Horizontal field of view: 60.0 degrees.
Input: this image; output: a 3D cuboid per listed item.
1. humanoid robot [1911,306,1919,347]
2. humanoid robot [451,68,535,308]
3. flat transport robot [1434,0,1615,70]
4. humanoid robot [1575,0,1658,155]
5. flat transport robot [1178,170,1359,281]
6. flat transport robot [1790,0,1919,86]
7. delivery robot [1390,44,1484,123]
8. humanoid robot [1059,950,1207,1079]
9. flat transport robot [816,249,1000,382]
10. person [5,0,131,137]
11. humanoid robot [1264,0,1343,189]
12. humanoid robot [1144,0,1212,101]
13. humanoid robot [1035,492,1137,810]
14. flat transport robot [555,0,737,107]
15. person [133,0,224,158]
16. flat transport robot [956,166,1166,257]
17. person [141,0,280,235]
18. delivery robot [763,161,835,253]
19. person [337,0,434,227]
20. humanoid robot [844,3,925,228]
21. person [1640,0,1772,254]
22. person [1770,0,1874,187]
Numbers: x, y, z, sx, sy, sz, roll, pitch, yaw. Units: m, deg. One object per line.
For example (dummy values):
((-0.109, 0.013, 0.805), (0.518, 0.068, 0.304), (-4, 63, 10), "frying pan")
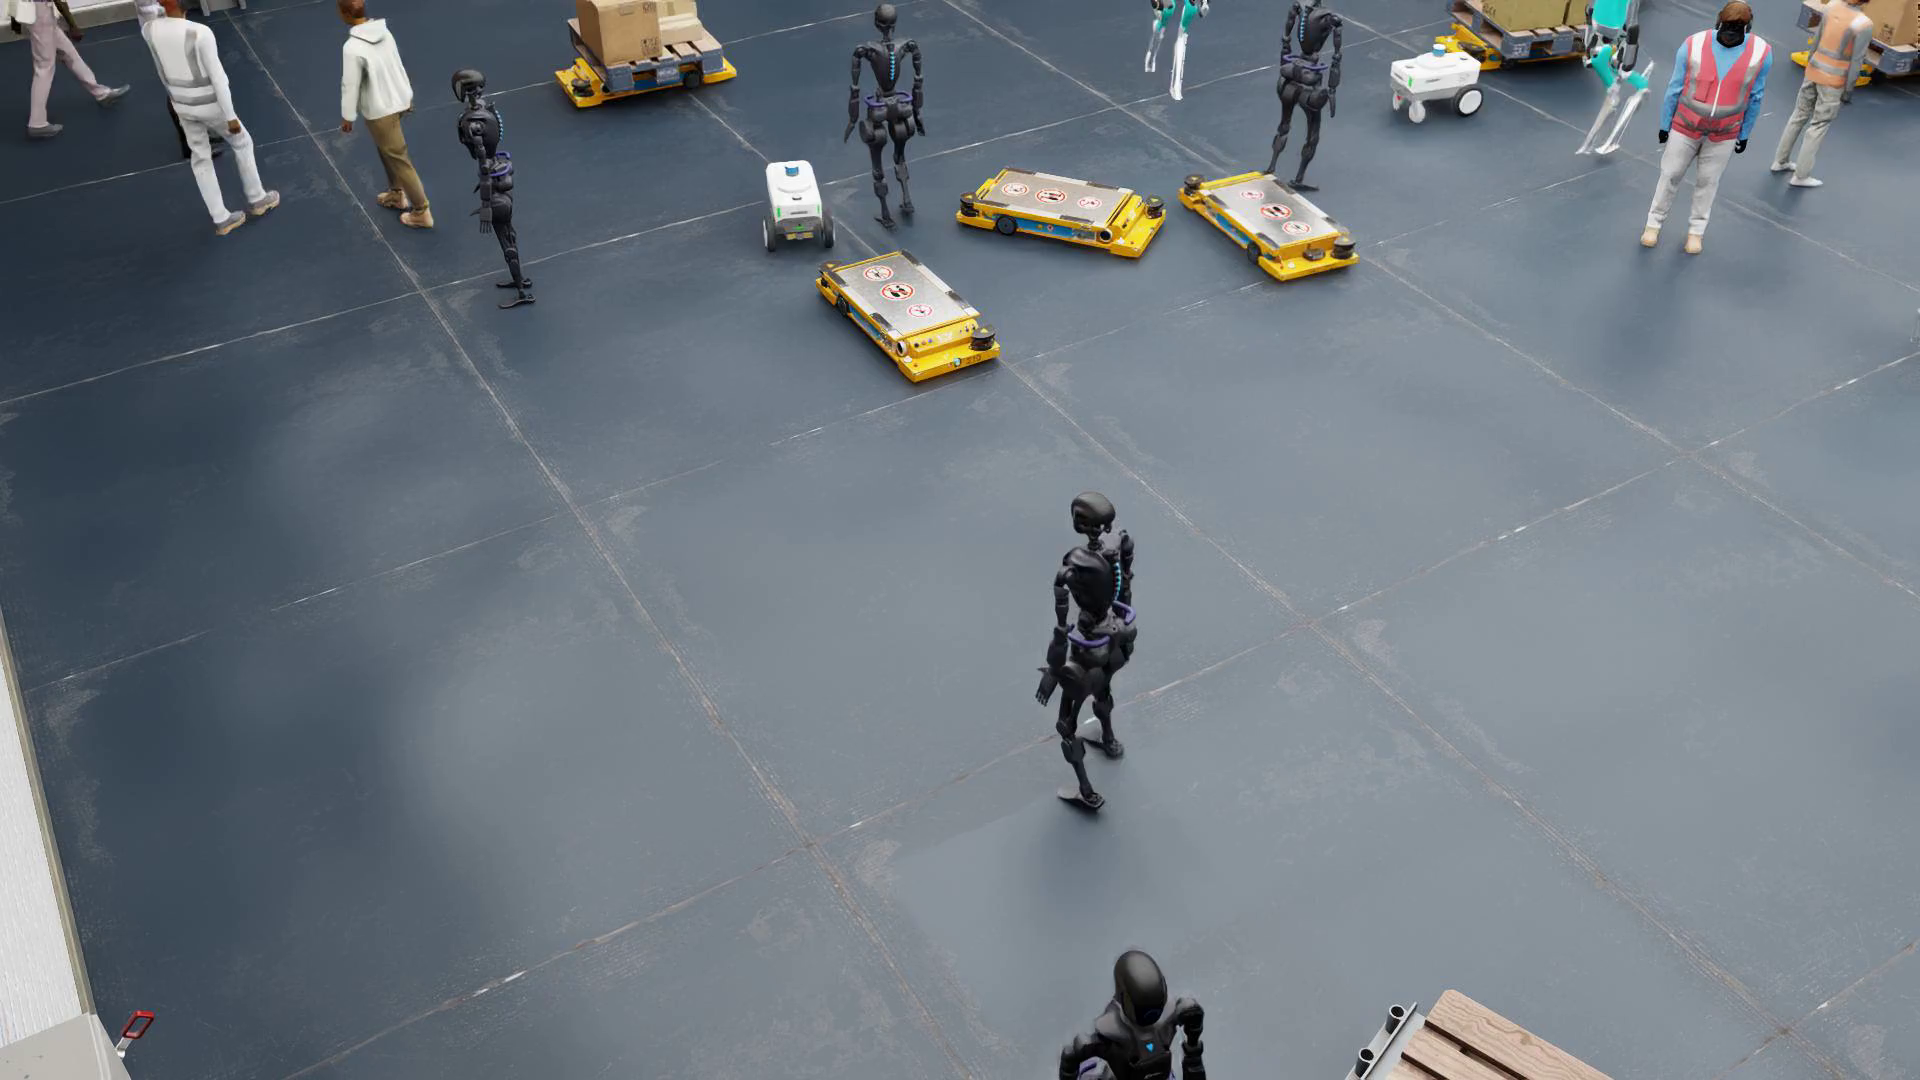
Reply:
((6.559, -2.067, 10.801), (0.551, 1.875, 0.829), (6, 39, 8), "humanoid robot")
((-3.129, -2.351, 11.113), (0.315, 1.657, 0.599), (-7, 39, -9), "humanoid robot")
((5.080, -4.486, 14.952), (1.431, 0.231, 0.659), (-9, 39, -11), "flat transport robot")
((5.144, -3.765, 12.874), (0.781, 1.798, 0.551), (-15, 41, -18), "humanoid robot")
((2.258, -2.358, 12.268), (0.659, 0.231, 1.431), (-16, 41, -19), "flat transport robot")
((8.166, -4.283, 14.697), (1.431, 0.231, 0.659), (-11, 40, -14), "flat transport robot")
((3.984, -3.844, 13.907), (0.760, 0.589, 0.510), (-12, 40, -15), "delivery robot")
((0.556, 1.921, 5.757), (0.600, 1.635, 0.710), (-15, 41, -18), "humanoid robot")
((-0.373, -1.553, 11.252), (0.659, 0.231, 1.431), (-20, 43, -23), "flat transport robot")
((-7.360, -4.196, 13.360), (0.604, 1.781, 0.989), (26, 45, 29), "person")
((2.591, -3.454, 12.511), (0.367, 1.640, 0.590), (-28, 46, -31), "humanoid robot")
((1.791, -4.621, 13.988), (0.552, 1.833, 0.866), (-5, 39, -6), "humanoid robot")
((0.618, 0.492, 7.552), (0.419, 1.641, 0.612), (28, 46, 31), "humanoid robot")
((-2.730, -4.083, 14.444), (1.431, 0.231, 0.659), (-17, 42, -21), "flat transport robot")
((-6.136, -3.930, 12.912), (0.369, 1.933, 0.542), (-7, 39, -9), "person")
((0.754, -2.451, 12.384), (1.431, 0.231, 0.659), (15, 41, 18), "flat transport robot")
((-5.403, -3.175, 12.013), (0.616, 1.860, 0.745), (9, 39, 12), "person")
((-1.210, -2.472, 12.174), (0.499, 0.585, 0.765), (-7, 39, -9), "delivery robot")
((-4.248, -3.096, 12.000), (0.716, 1.739, 0.542), (11, 40, 13), "person")
((-0.543, -3.054, 12.010), (0.612, 1.655, 0.319), (-15, 41, -18), "humanoid robot")
((5.234, -2.893, 11.690), (0.628, 1.835, 0.431), (13, 40, 16), "person")
((6.569, -3.482, 12.585), (0.313, 1.635, 0.517), (-9, 39, -11), "person")
